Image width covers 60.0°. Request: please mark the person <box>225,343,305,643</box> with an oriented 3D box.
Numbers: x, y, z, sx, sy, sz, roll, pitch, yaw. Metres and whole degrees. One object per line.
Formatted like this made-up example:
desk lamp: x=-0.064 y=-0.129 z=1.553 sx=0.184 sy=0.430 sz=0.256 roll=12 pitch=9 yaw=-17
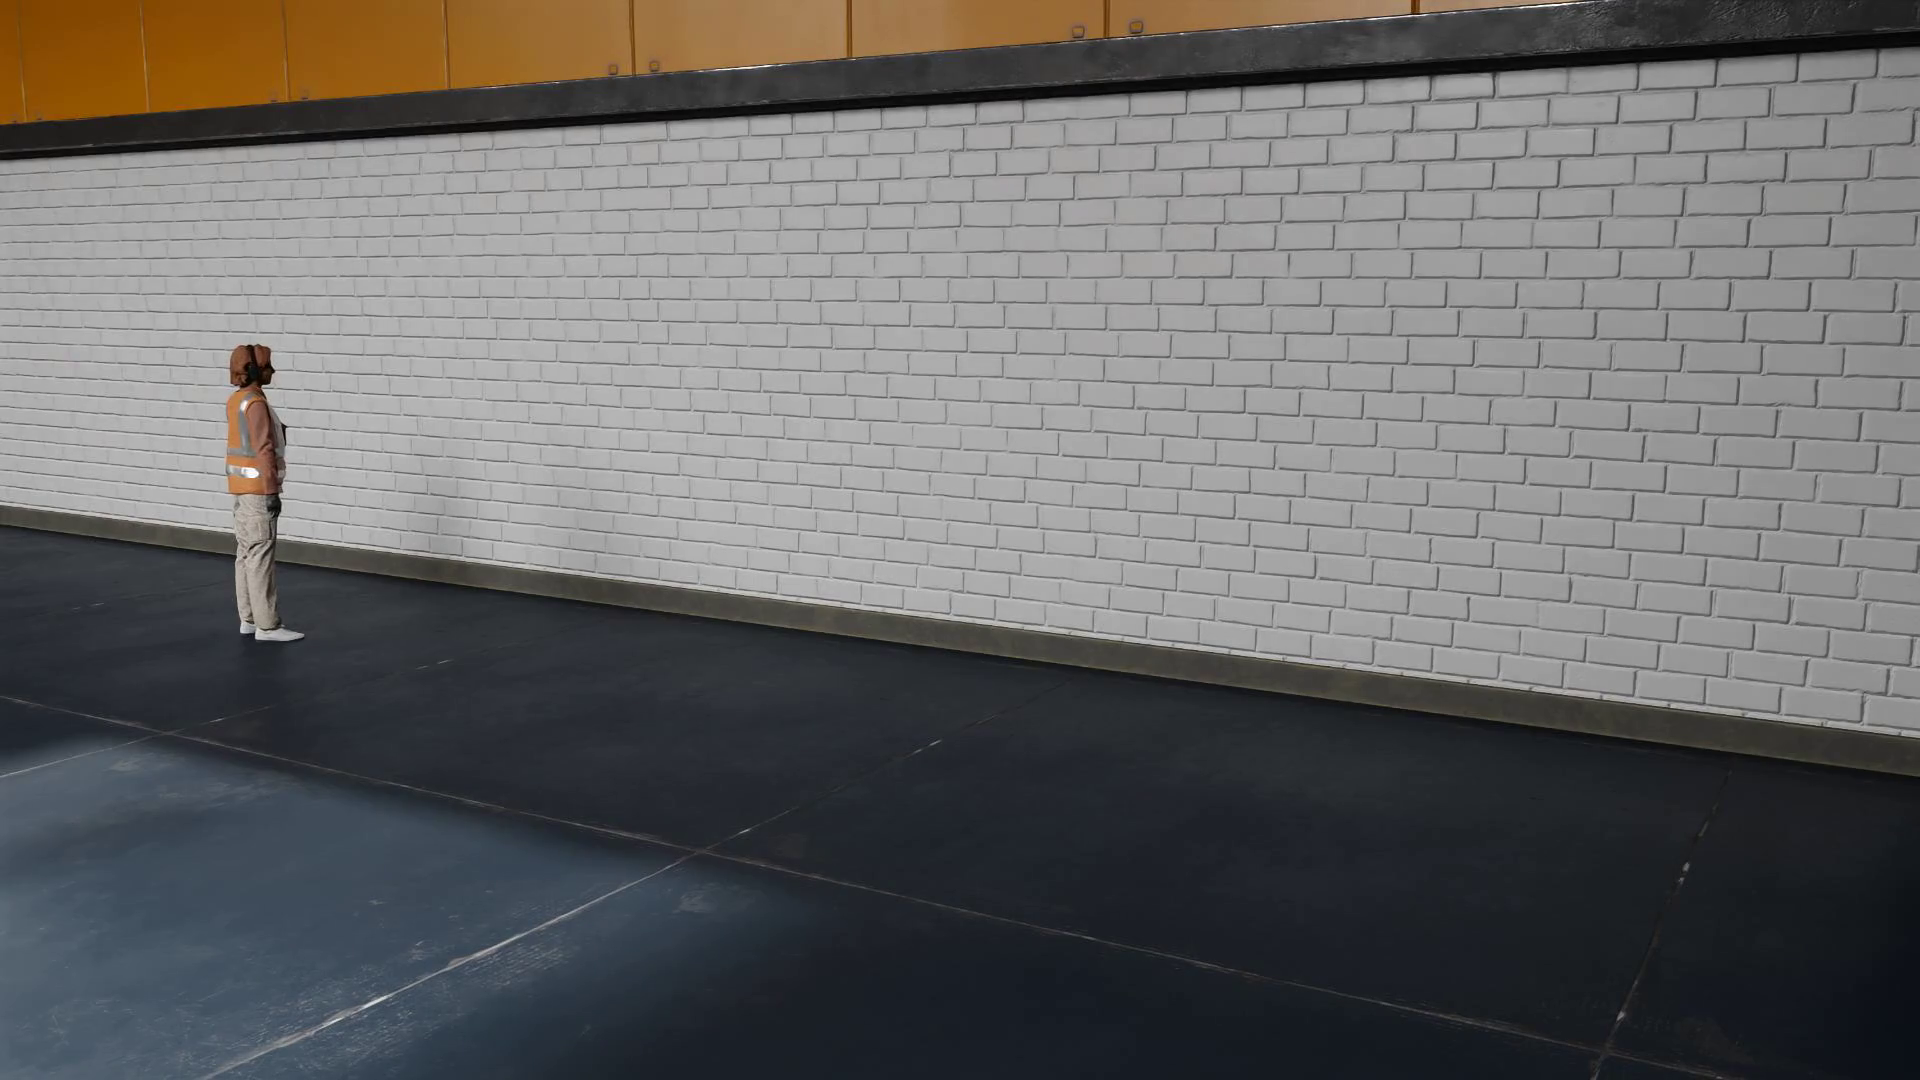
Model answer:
person: x=-3.867 y=-0.257 z=9.166 sx=0.312 sy=1.642 sz=0.512 roll=-7 pitch=11 yaw=-37
